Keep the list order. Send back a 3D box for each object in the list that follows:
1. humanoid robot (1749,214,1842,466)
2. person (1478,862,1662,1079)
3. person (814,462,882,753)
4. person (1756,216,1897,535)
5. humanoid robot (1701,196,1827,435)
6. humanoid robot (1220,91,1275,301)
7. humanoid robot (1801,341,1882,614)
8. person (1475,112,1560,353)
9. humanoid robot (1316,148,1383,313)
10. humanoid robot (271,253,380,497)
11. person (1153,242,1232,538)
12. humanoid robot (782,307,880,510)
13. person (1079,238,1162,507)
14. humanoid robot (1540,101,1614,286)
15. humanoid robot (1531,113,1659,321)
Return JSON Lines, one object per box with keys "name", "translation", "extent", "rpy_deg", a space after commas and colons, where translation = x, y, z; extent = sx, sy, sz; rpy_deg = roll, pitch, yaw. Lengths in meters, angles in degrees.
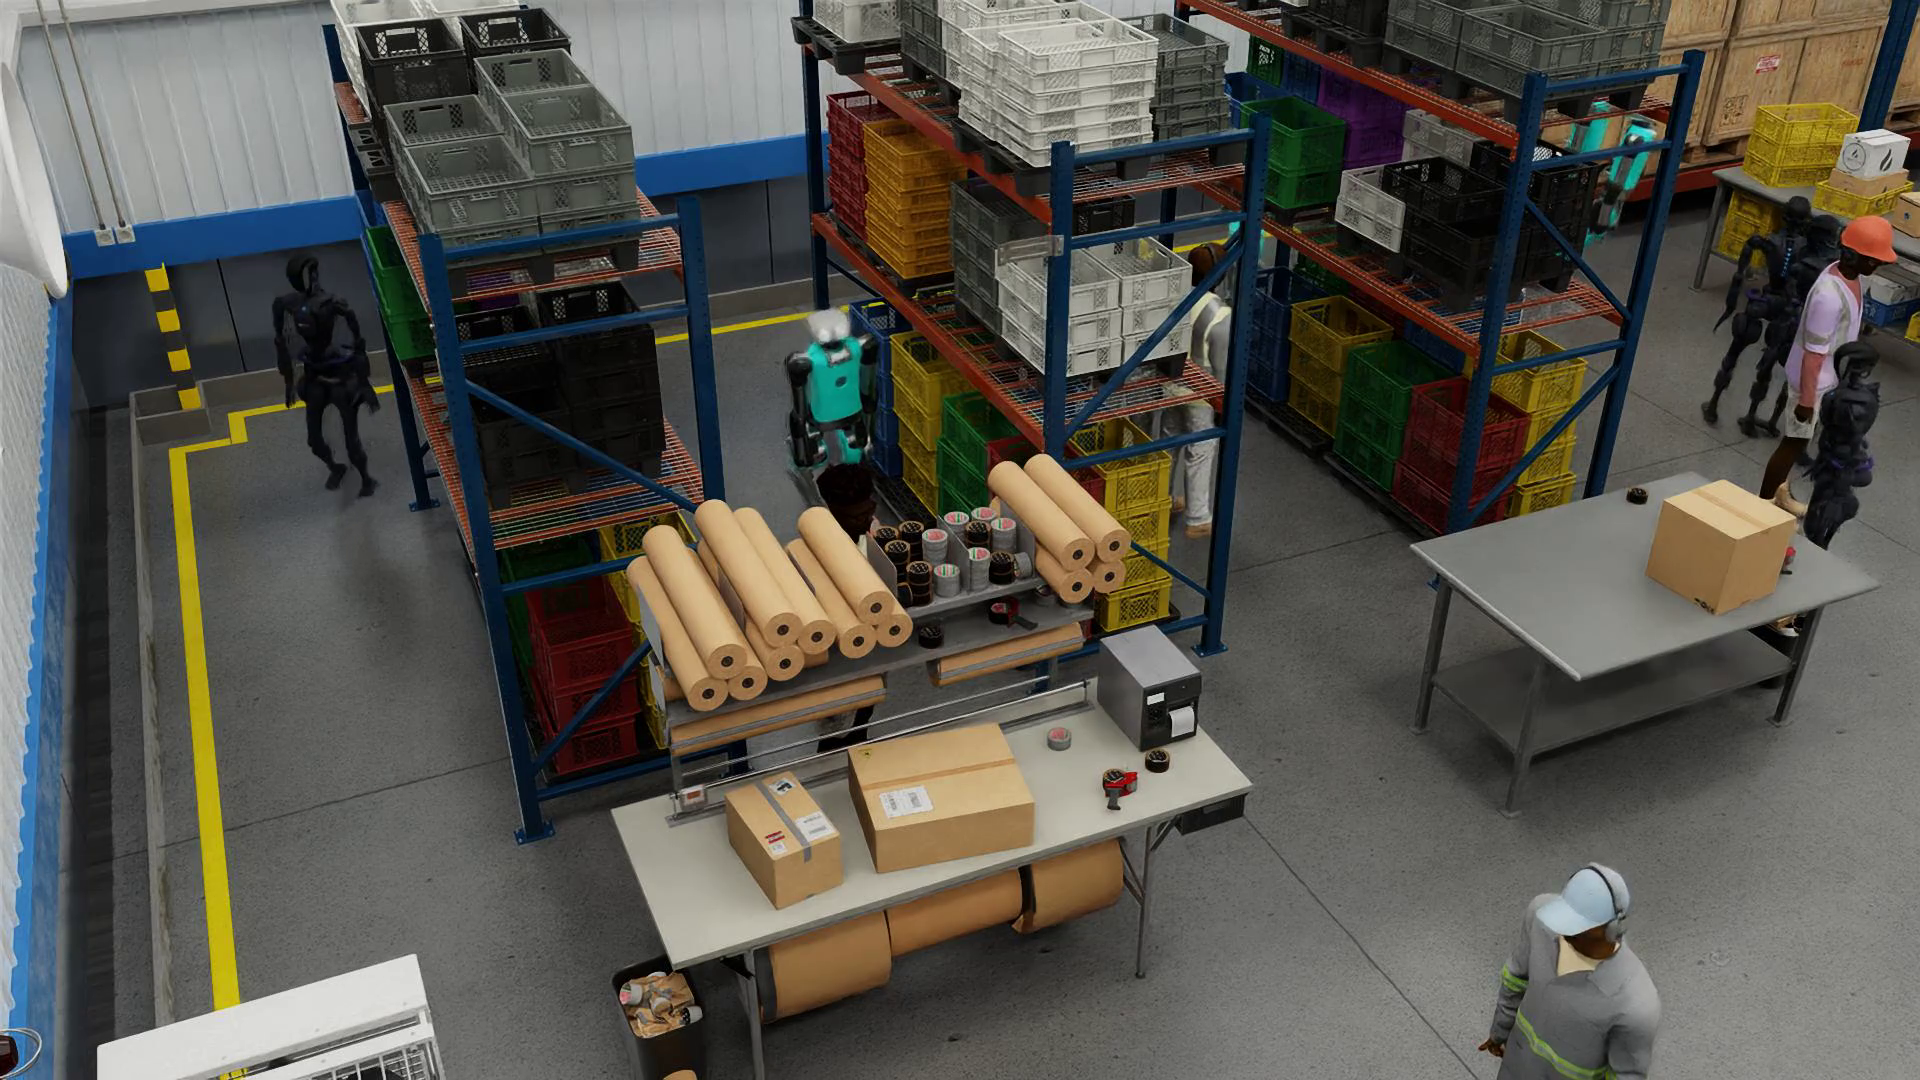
{"name": "humanoid robot", "translation": [5.485, -1.316, 10.785], "extent": [0.600, 1.637, 0.617], "rpy_deg": [-13, 34, -20]}
{"name": "person", "translation": [1.954, 1.794, 5.547], "extent": [0.390, 1.850, 0.599], "rpy_deg": [-12, 34, -18]}
{"name": "person", "translation": [-0.492, 0.522, 7.508], "extent": [0.368, 1.962, 0.602], "rpy_deg": [14, 34, 22]}
{"name": "person", "translation": [5.107, -0.963, 9.864], "extent": [0.404, 2.028, 0.612], "rpy_deg": [20, 37, 29]}
{"name": "humanoid robot", "translation": [5.368, -1.507, 11.064], "extent": [0.589, 1.651, 0.396], "rpy_deg": [8, 33, 13]}
{"name": "humanoid robot", "translation": [2.189, -2.568, 12.683], "extent": [0.541, 1.725, 0.720], "rpy_deg": [10, 33, 16]}
{"name": "humanoid robot", "translation": [4.869, -0.346, 9.196], "extent": [0.445, 1.642, 0.613], "rpy_deg": [8, 33, 13]}
{"name": "person", "translation": [3.963, -2.218, 12.035], "extent": [0.583, 1.880, 0.345], "rpy_deg": [-3, 32, -4]}
{"name": "humanoid robot", "translation": [2.972, -2.289, 12.402], "extent": [0.599, 1.621, 0.801], "rpy_deg": [-13, 34, -20]}
{"name": "humanoid robot", "translation": [-3.900, -1.007, 10.289], "extent": [0.615, 1.653, 0.342], "rpy_deg": [2, 32, 3]}
{"name": "person", "translation": [1.401, -0.896, 9.926], "extent": [0.431, 1.843, 0.622], "rpy_deg": [-20, 37, -29]}
{"name": "humanoid robot", "translation": [-0.796, -0.566, 9.555], "extent": [0.555, 1.830, 0.803], "rpy_deg": [-16, 35, -24]}
{"name": "person", "translation": [0.996, -1.044, 10.183], "extent": [0.588, 1.823, 0.403], "rpy_deg": [13, 34, 20]}
{"name": "humanoid robot", "translation": [4.702, -2.880, 13.203], "extent": [0.711, 1.746, 0.530], "rpy_deg": [24, 39, 33]}
{"name": "humanoid robot", "translation": [4.719, -2.472, 12.625], "extent": [0.804, 1.802, 0.530], "rpy_deg": [18, 36, 27]}
